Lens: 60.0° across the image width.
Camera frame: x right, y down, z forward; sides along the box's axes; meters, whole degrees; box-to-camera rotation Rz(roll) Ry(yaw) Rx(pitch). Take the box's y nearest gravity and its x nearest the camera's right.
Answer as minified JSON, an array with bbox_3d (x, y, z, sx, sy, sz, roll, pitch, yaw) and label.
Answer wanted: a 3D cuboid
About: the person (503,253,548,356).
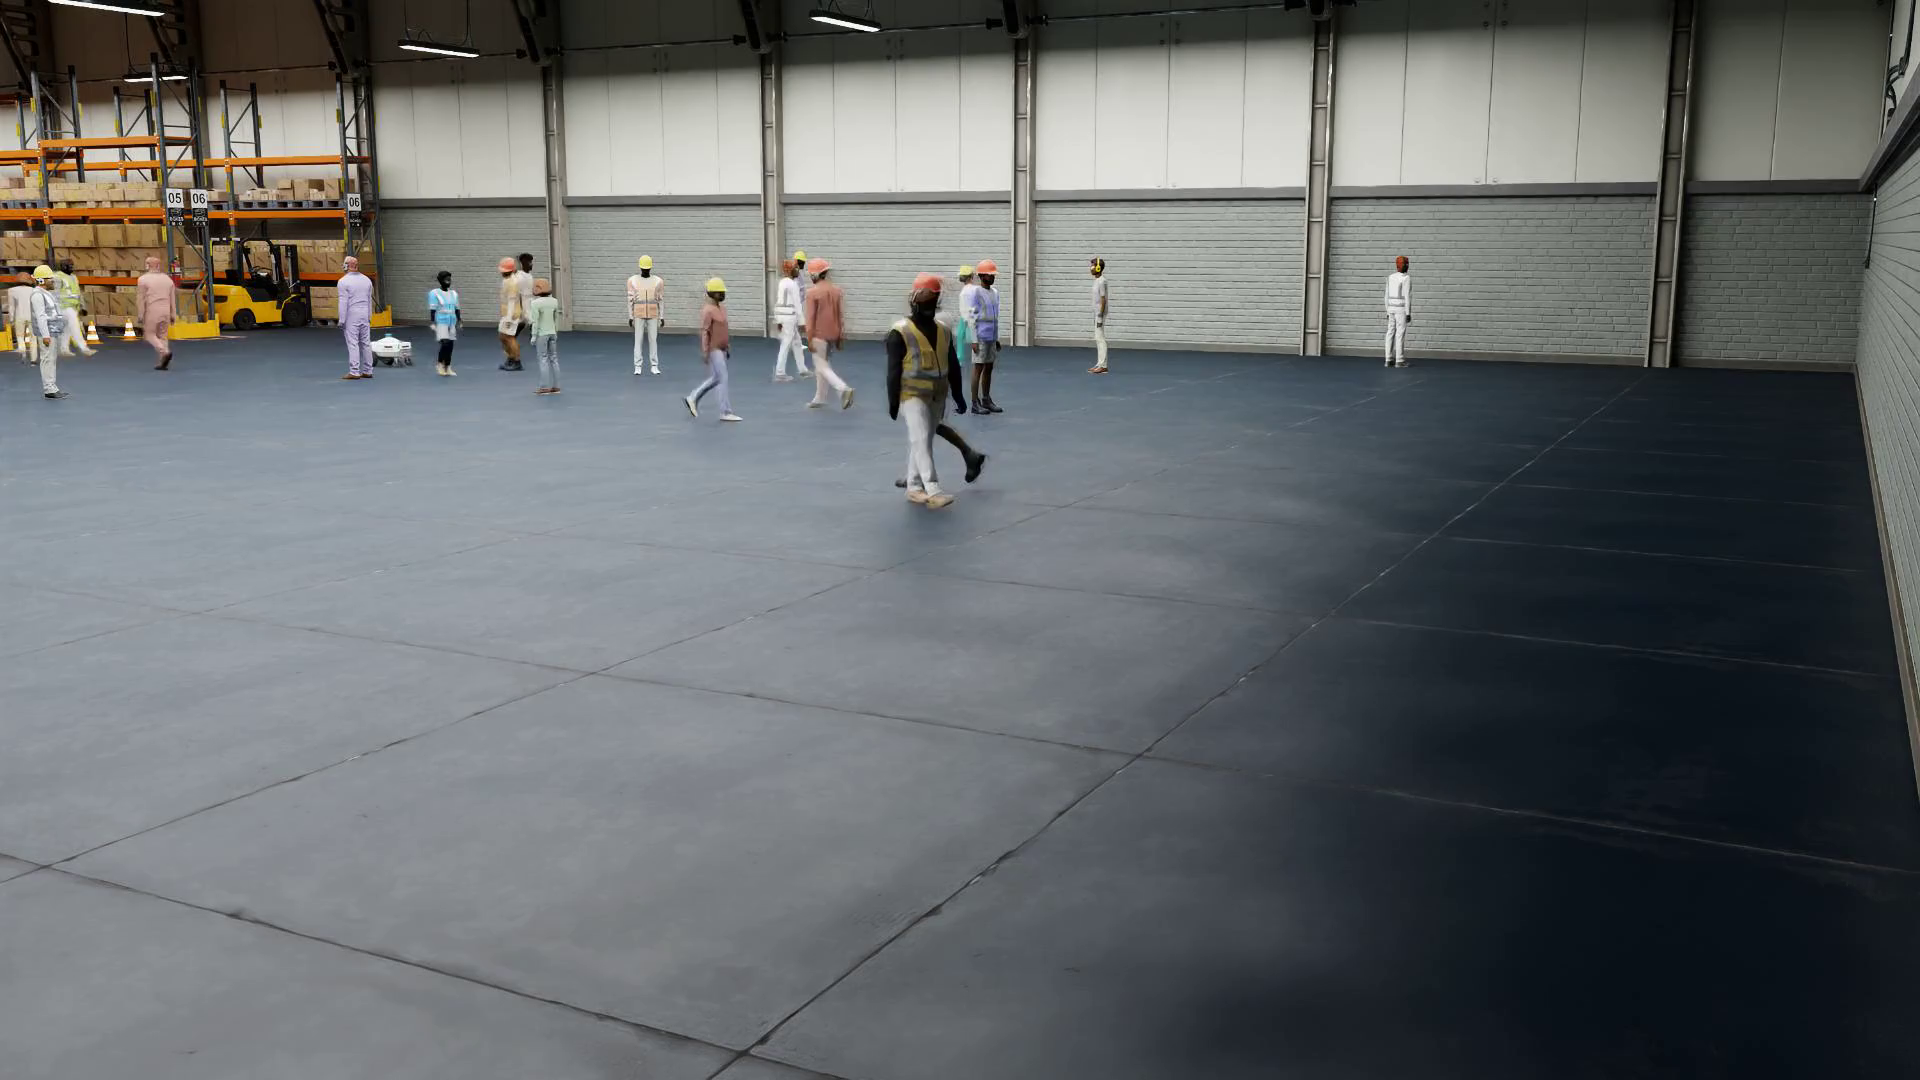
[{"bbox_3d":[-8.060,-4.352,30.812,0.998,1.920,0.616,0,10,-2],"label":"person"}]

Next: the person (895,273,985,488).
[{"bbox_3d":[-0.198,-1.390,14.660,0.725,1.922,0.552,4,11,22],"label":"person"}]

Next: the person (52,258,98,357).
[{"bbox_3d":[-16.271,-4.264,30.617,0.873,1.806,0.660,0,10,1],"label":"person"}]

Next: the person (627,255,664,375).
[{"bbox_3d":[-5.069,-3.631,26.883,0.584,1.917,0.383,-3,11,-18],"label":"person"}]

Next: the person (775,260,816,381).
[{"bbox_3d":[-2.517,-3.381,25.694,0.865,1.848,0.602,-5,12,-25],"label":"person"}]

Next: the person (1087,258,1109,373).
[{"bbox_3d":[2.259,-3.656,27.145,0.327,1.871,0.514,0,10,-1],"label":"person"}]

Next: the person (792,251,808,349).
[{"bbox_3d":[-3.203,-4.754,32.984,0.383,1.924,0.589,-1,10,-5],"label":"person"}]

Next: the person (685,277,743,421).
[{"bbox_3d":[-3.010,-2.313,20.169,0.757,1.737,0.530,3,11,17],"label":"person"}]

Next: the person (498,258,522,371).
[{"bbox_3d":[-7.424,-3.706,27.405,0.429,1.872,0.639,-6,12,-31],"label":"person"}]

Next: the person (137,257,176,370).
[{"bbox_3d":[-13.289,-3.748,27.590,0.555,1.888,0.655,5,12,27],"label":"person"}]

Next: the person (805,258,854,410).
[{"bbox_3d":[-1.683,-2.601,21.165,0.852,1.966,0.615,8,13,37],"label":"person"}]

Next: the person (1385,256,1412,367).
[{"bbox_3d":[7.477,-3.883,28.350,0.356,1.881,0.575,-5,12,-26],"label":"person"}]

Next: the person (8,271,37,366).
[{"bbox_3d":[-16.040,-3.799,28.581,0.530,1.621,0.372,-5,11,-24],"label":"person"}]

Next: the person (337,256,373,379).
[{"bbox_3d":[-9.471,-3.461,25.979,0.406,1.911,0.639,5,12,26],"label":"person"}]

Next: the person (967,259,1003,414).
[{"bbox_3d":[0.333,-2.555,20.958,0.360,1.938,0.546,8,13,36],"label":"person"}]

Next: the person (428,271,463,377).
[{"bbox_3d":[-8.134,-3.416,26.326,0.377,1.681,0.548,7,12,33],"label":"person"}]

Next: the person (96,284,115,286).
[{"bbox_3d":[-20.818,-6.122,40.346,0.866,1.967,0.624,10,14,43],"label":"person"}]

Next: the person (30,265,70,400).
[{"bbox_3d":[-12.481,-2.838,22.787,0.404,1.833,0.587,-4,11,-20],"label":"person"}]

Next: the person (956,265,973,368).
[{"bbox_3d":[0.185,-3.769,28.100,0.767,1.741,0.526,-1,10,-6],"label":"person"}]

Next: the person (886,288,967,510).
[{"bbox_3d":[-0.217,-1.157,13.708,0.629,1.807,0.895,-9,14,-41],"label":"person"}]

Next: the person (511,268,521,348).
[{"bbox_3d":[-8.909,-4.617,33.029,0.288,1.632,0.501,1,10,7],"label":"person"}]

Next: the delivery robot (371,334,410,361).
[{"bbox_3d":[-9.763,-3.286,28.449,0.707,0.478,0.477,5,11,22],"label":"delivery robot"}]

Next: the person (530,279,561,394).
[{"bbox_3d":[-5.883,-2.870,23.576,0.408,1.637,0.511,6,12,28],"label":"person"}]
